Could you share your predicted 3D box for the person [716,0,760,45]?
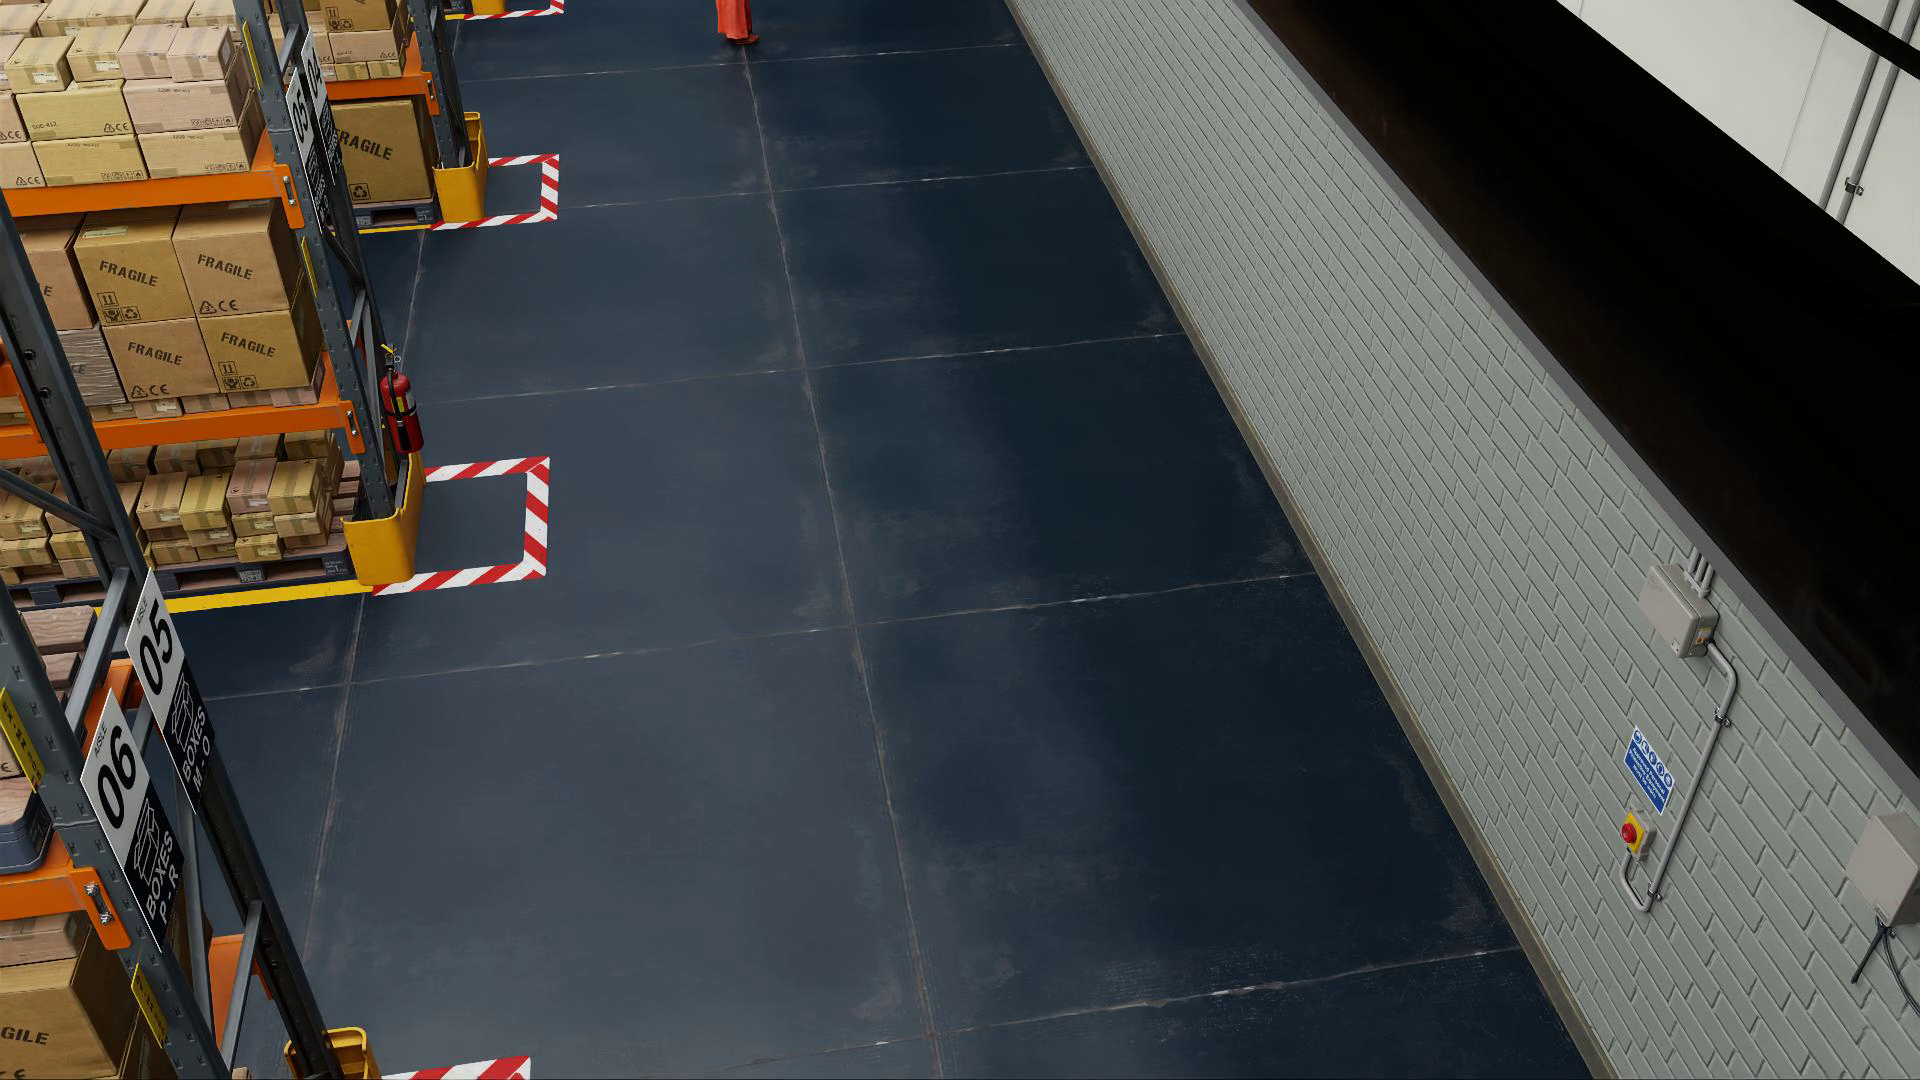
[{"bbox_3d":[-2.357,-6.042,17.136,0.711,1.801,0.708,-21,43,-25],"label":"person"}]
